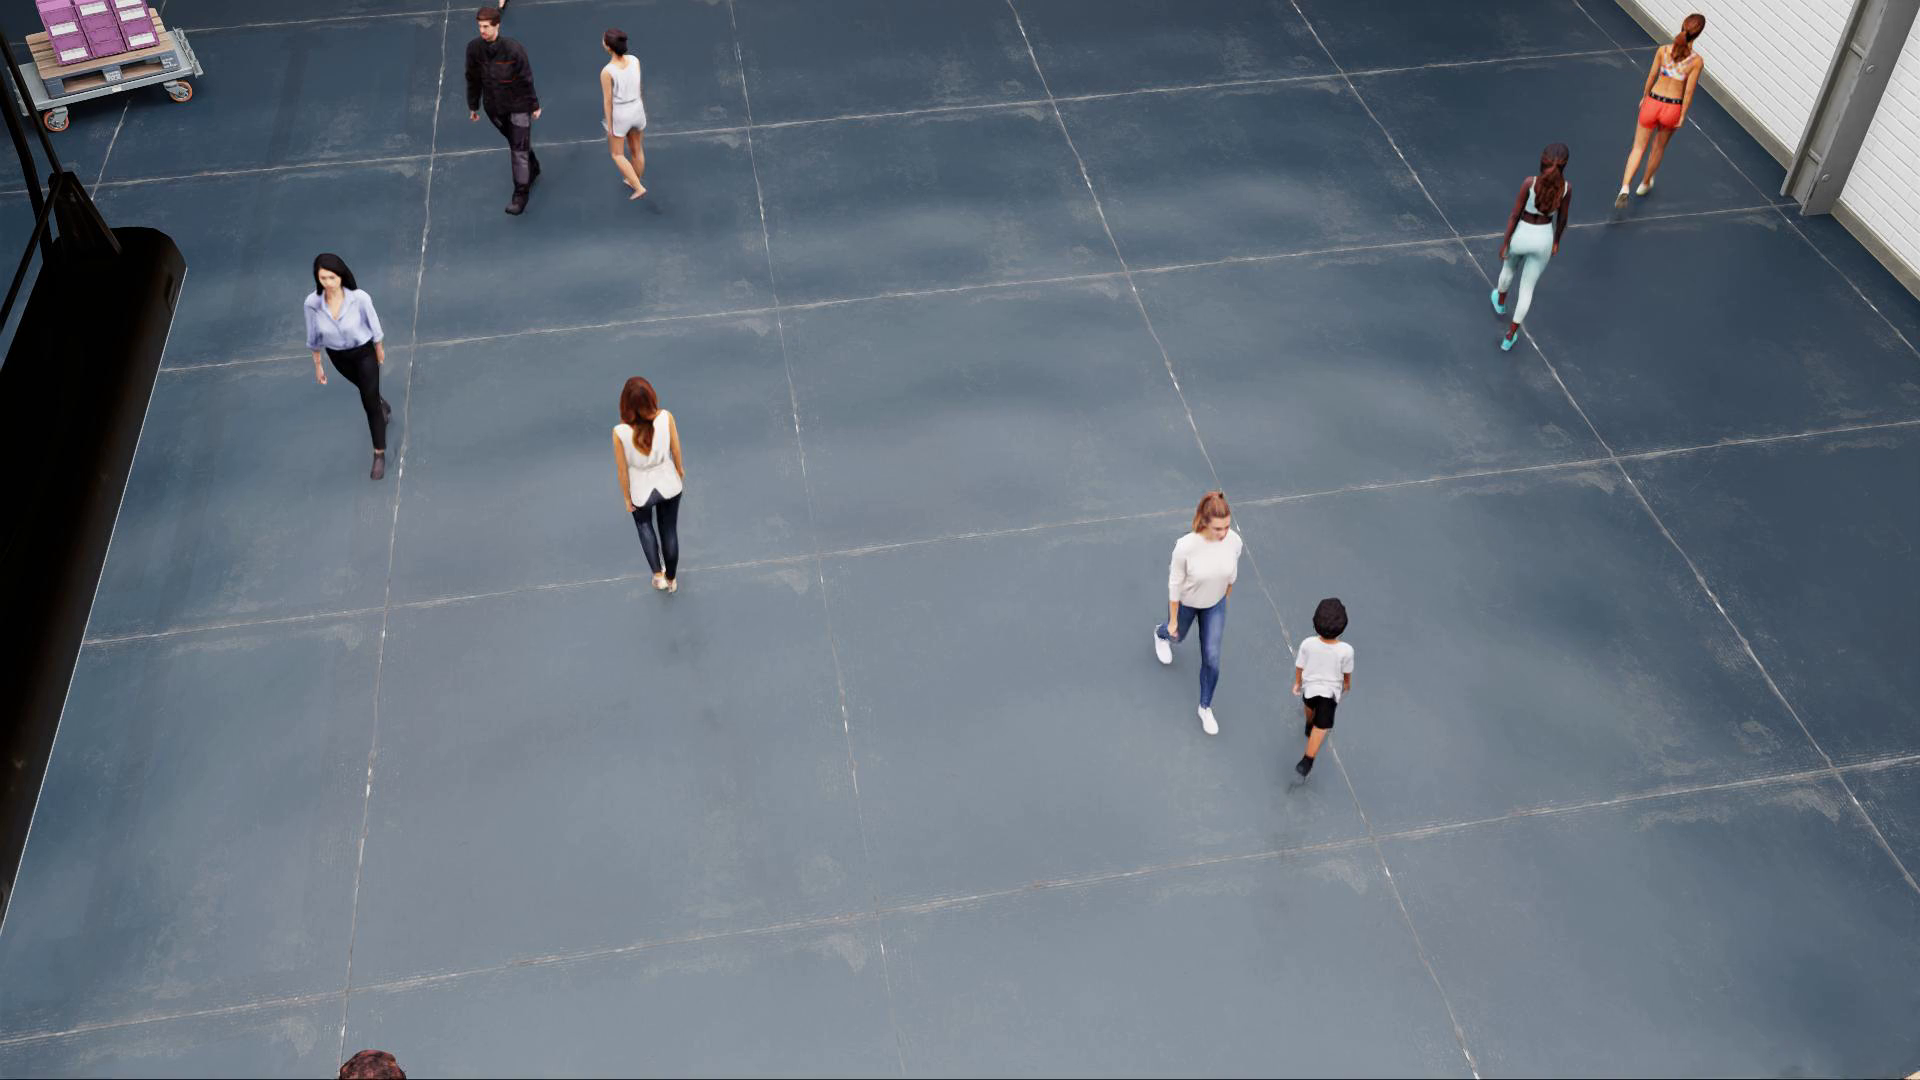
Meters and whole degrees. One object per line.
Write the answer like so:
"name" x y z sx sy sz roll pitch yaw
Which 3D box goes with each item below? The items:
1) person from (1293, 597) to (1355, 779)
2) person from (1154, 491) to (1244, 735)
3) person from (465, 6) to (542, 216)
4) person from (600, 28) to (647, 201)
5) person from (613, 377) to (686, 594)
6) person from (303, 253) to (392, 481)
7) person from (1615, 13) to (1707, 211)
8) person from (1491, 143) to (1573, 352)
"person" 2.161 0.900 9.973 0.776 1.239 0.929 18 46 18
"person" 1.422 0.343 10.232 0.604 1.688 1.084 -6 44 -6
"person" -3.906 -3.814 14.523 1.041 1.788 1.262 10 44 10
"person" -2.896 -3.700 14.530 0.769 1.613 0.858 -33 53 -30
"person" -1.970 -0.286 10.828 0.629 1.775 0.648 -14 45 -14
"person" -4.373 -1.361 12.019 0.714 1.690 1.180 -4 44 -4
"person" 6.032 -3.674 14.389 0.996 1.768 1.078 25 49 24
"person" 4.433 -2.243 12.937 0.848 1.701 1.049 10 44 10
